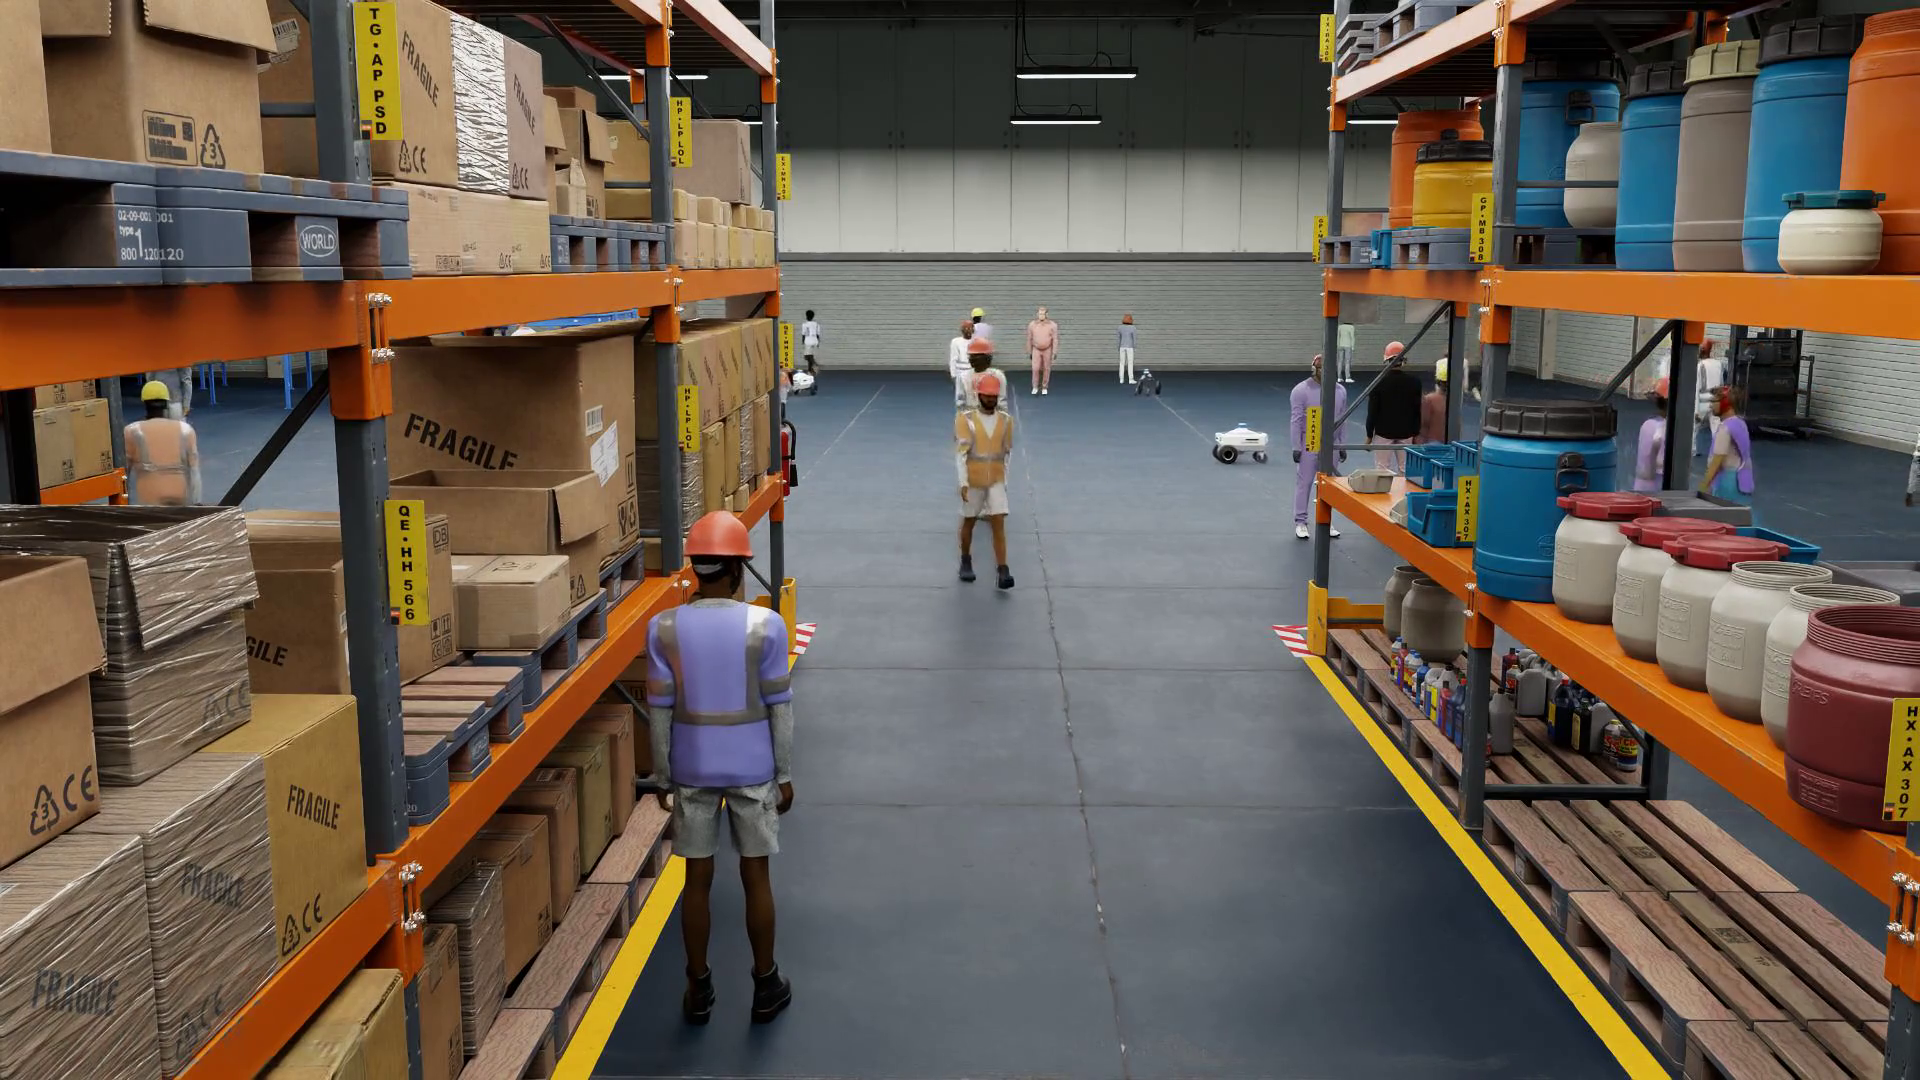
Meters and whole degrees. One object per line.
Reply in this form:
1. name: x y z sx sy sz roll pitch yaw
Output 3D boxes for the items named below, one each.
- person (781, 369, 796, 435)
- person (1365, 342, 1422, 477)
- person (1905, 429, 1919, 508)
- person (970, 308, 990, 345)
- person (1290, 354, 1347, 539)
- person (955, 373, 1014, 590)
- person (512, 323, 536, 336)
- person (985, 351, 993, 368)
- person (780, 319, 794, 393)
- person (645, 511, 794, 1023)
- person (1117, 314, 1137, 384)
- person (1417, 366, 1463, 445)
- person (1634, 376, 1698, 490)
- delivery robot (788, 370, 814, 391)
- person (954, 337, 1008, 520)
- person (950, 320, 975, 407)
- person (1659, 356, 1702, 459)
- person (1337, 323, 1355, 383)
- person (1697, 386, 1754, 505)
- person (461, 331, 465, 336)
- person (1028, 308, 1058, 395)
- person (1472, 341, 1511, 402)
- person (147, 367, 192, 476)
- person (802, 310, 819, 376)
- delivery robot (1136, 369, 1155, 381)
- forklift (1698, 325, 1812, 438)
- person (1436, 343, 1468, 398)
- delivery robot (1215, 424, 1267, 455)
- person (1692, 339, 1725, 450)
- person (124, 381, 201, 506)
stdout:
1. person: -3.033 -2.539 27.389 0.521 1.671 0.829 9 13 42
2. person: 4.700 -1.150 18.067 0.609 1.995 0.378 -1 10 -6
3. person: 8.513 -0.468 14.330 1.016 1.887 0.569 -8 12 -40
4. person: 0.438 -4.007 35.528 0.588 1.886 0.970 -7 12 -37
5. person: 3.747 -0.979 17.308 0.642 1.909 0.410 -3 10 -17
6. person: 0.221 -0.524 14.675 0.563 1.885 1.020 -3 10 -17
7. person: -8.029 -3.194 30.580 0.410 1.909 0.643 5 11 27
8. person: 0.295 -1.377 19.875 0.330 1.844 0.520 -8 12 -40
9. person: -3.925 -4.020 36.393 0.531 1.625 0.500 -8 12 -40
10. person: -0.890 0.854 6.264 0.542 1.929 0.374 0 9 1
11. person: 3.949 -4.519 39.326 0.498 1.634 0.284 5 11 29
12. person: 5.356 -1.104 18.654 0.528 1.711 0.935 -4 10 -25
13. person: 5.370 -0.293 12.944 1.030 2.004 0.633 0 9 1
14. delivery robot: -3.436 -3.421 35.825 0.477 0.478 0.707 3 10 19
15. person: 0.192 -1.225 18.417 0.636 2.022 0.719 7 12 36
16. person: 0.104 -2.876 28.817 0.586 1.867 0.737 -1 10 -7
17. person: 10.471 -2.063 24.142 0.613 1.786 0.908 -1 10 -8
18. person: 9.217 -4.584 39.721 0.289 1.633 0.501 -8 12 -38
19. person: 6.522 -0.430 14.387 0.997 1.786 0.572 5 11 28
20. person: -8.713 -3.020 29.874 0.964 1.802 0.626 2 10 9
21. person: 1.768 -4.031 35.716 0.646 1.871 0.867 1 10 6
22. person: 10.781 -3.759 33.688 0.679 2.000 0.894 -9 13 -44
23. person: -10.586 -1.825 22.279 0.635 1.939 0.367 2 10 12
24. person: -3.685 -4.886 41.399 0.540 1.679 0.625 -9 13 -43
25. delivery robot: 4.049 -3.594 36.088 0.335 0.223 0.698 4 10 21
26. forklift: 13.248 -3.165 27.620 1.129 2.768 1.873 0 9 1
27. person: 7.864 -2.375 26.609 0.511 1.588 0.851 2 10 14
28. delivery robot: 4.045 -1.431 23.904 0.707 0.478 0.477 0 10 -2
29. person: 10.110 -1.806 22.518 0.583 1.830 1.039 -3 10 -15
30. person: -6.615 -0.374 13.808 0.983 1.879 0.594 9 13 43
